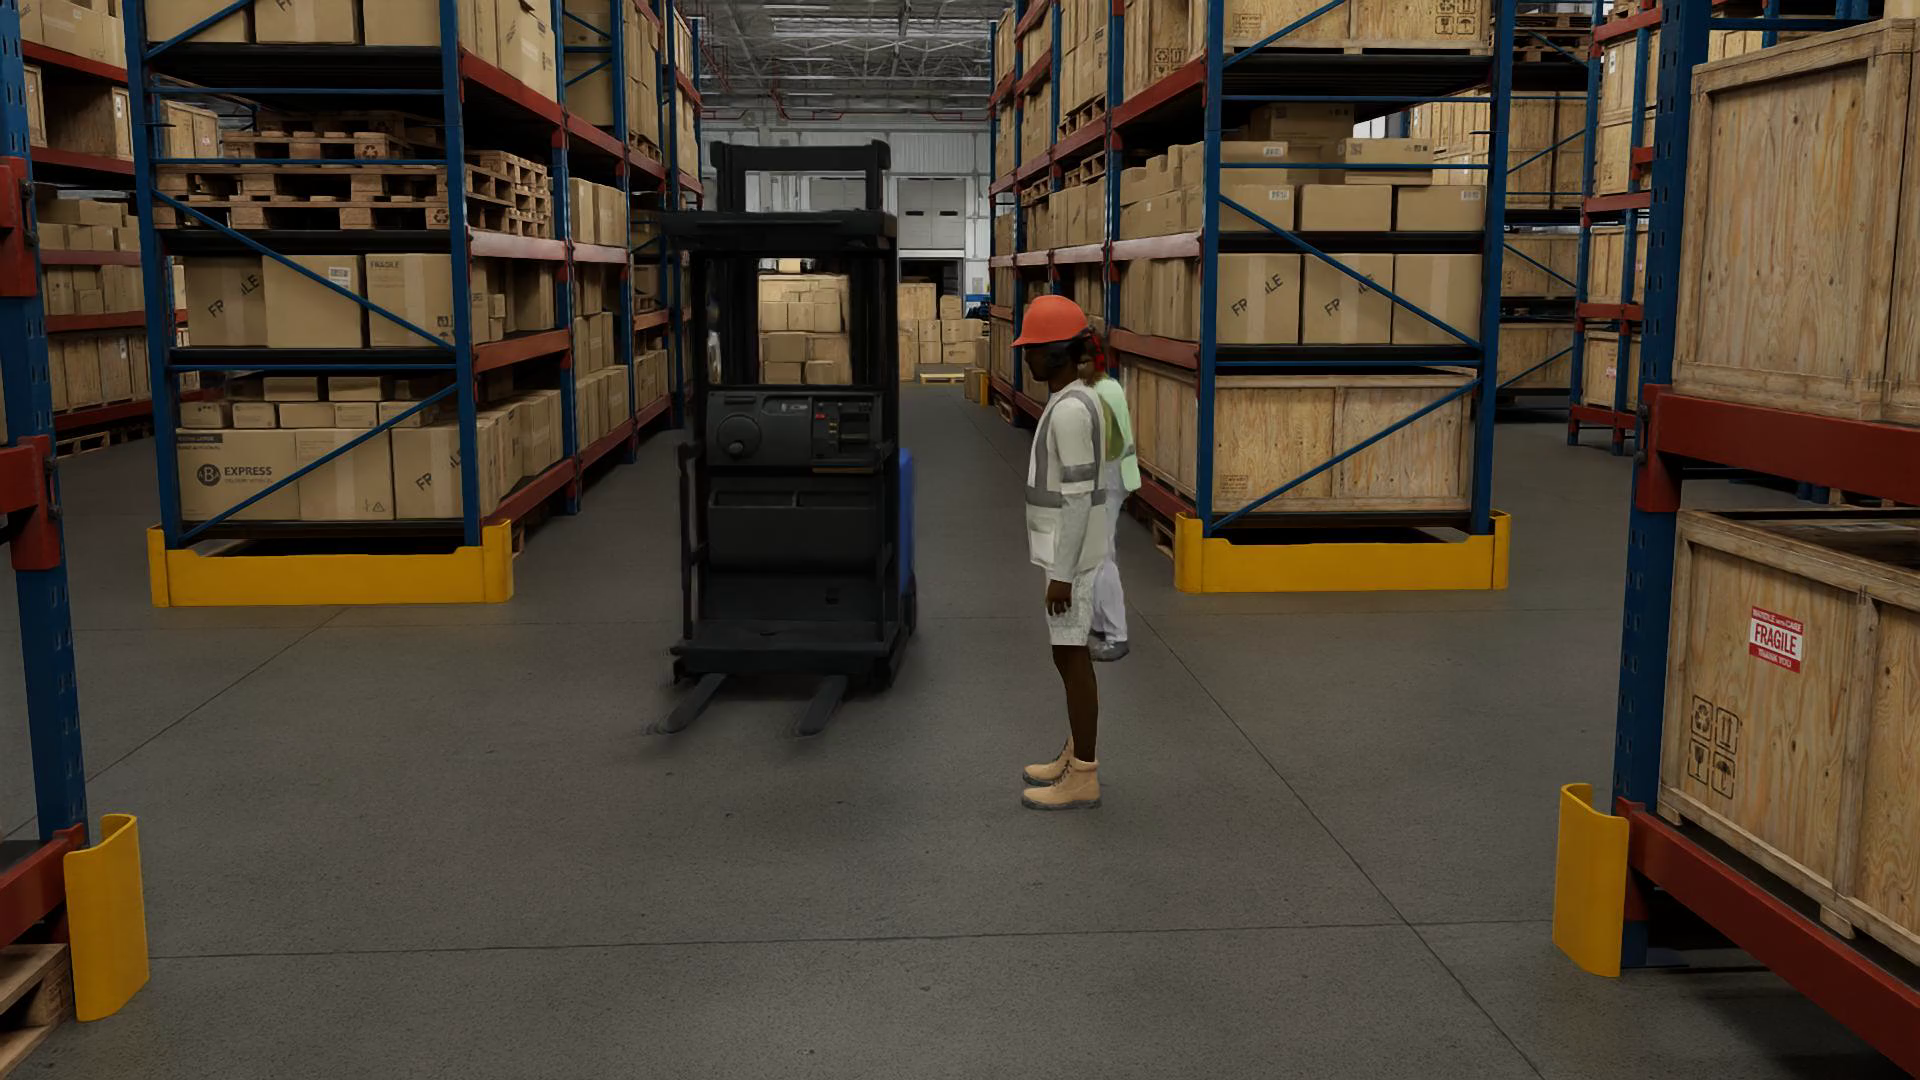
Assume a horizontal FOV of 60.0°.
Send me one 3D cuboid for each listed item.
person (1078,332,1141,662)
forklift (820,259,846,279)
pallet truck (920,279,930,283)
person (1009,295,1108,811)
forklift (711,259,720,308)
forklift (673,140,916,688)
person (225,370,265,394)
[{"bbox_3d":[0.812,-0.262,9.355,0.417,1.816,0.778,1,9,4],"label":"person"},{"bbox_3d":[-4.317,-8.378,56.937,1.129,2.768,1.873,4,10,24],"label":"forklift"},{"bbox_3d":[-0.932,-8.922,63.114,1.885,1.965,0.823,2,9,13],"label":"pallet truck"},{"bbox_3d":[0.389,0.055,6.615,0.395,2.038,0.614,1,9,5],"label":"person"},{"bbox_3d":[-8.368,-8.713,59.038,1.129,2.768,1.873,-1,9,-4],"label":"forklift"},{"bbox_3d":[-0.848,-0.763,9.121,1.129,2.768,1.873,1,9,3],"label":"forklift"},{"bbox_3d":[-6.514,-1.111,15.318,0.524,1.598,0.859,-1,9,-4],"label":"person"}]
